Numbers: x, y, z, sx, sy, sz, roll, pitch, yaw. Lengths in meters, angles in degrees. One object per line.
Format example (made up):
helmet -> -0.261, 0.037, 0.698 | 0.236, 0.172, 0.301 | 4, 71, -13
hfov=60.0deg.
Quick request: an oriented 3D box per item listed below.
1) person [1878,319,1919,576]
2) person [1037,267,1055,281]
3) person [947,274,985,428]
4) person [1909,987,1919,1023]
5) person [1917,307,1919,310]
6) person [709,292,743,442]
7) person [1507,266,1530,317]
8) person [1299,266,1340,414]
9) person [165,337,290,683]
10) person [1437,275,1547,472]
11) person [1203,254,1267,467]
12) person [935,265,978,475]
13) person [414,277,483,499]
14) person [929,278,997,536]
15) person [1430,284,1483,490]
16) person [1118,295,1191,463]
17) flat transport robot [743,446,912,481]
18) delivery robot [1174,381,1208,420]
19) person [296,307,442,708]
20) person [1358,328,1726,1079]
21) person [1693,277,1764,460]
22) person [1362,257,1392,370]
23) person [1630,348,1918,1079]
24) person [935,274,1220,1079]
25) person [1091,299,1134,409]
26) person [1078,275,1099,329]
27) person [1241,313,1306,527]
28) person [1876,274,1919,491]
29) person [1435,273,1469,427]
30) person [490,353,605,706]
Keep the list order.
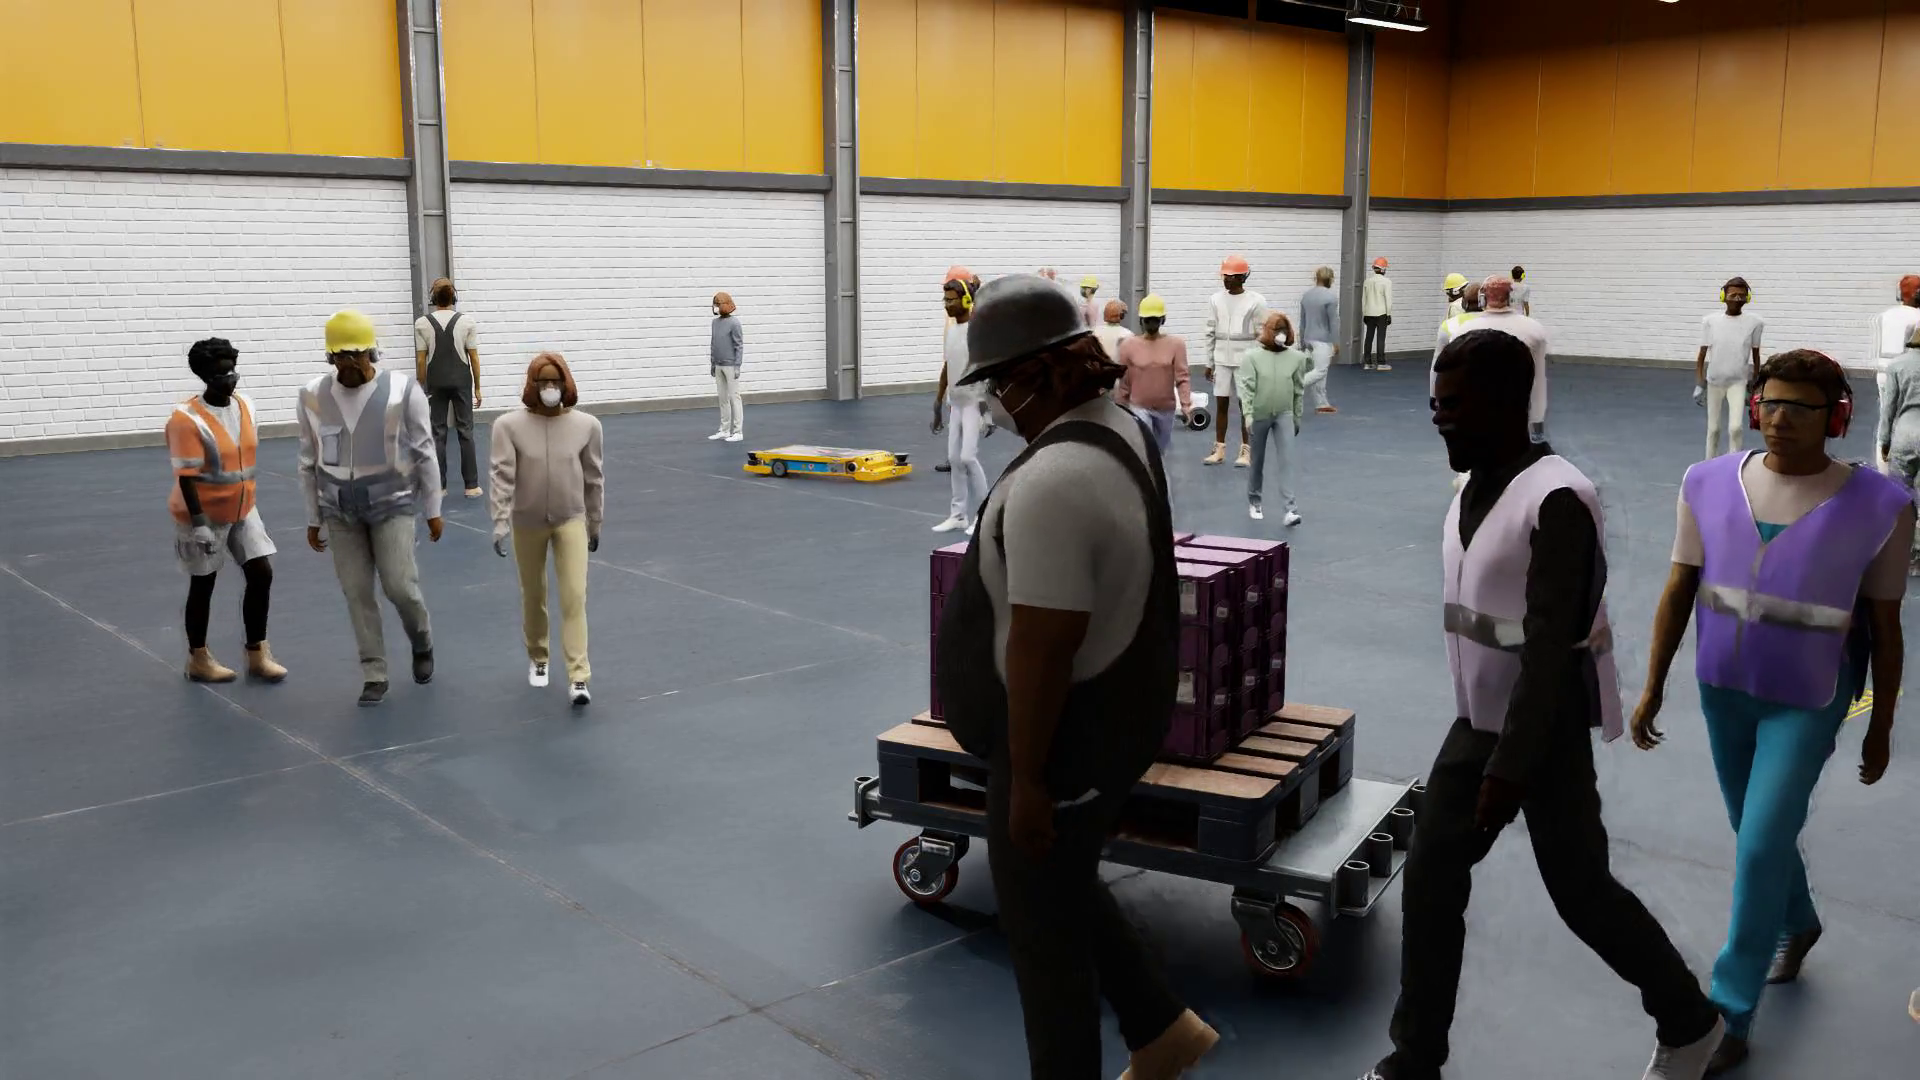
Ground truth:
person -> 6.030, -0.611, 10.453 | 0.493, 1.728, 0.486 | -10, 14, -44
person -> 1.200, -2.478, 20.913 | 0.550, 1.881, 0.675 | 0, 10, 2
person -> 0.074, -2.174, 19.341 | 0.822, 1.807, 0.652 | -5, 11, -28
person -> 2.625, 0.415, 3.857 | 0.645, 1.940, 0.951 | 2, 10, 11
person -> 13.540, -2.797, 23.381 | 0.613, 1.673, 0.532 | -2, 10, -14
person -> -2.565, -1.895, 18.226 | 0.268, 1.631, 0.507 | -9, 13, -43
person -> 9.440, -3.728, 28.309 | 0.510, 1.862, 0.323 | 7, 12, 37
person -> 4.478, -2.517, 21.071 | 0.854, 1.910, 0.620 | -4, 11, -24
person -> -3.448, -0.117, 7.733 | 0.611, 1.648, 0.558 | 4, 10, 22
person -> 3.646, -0.875, 11.501 | 0.684, 1.881, 0.715 | 0, 10, 2
person -> 2.629, -1.714, 15.973 | 0.610, 2.040, 0.394 | 6, 12, 33
person -> -0.005, -1.569, 15.431 | 0.358, 1.938, 0.545 | -5, 11, -27
person -> -4.252, -1.256, 13.863 | 0.508, 1.847, 0.345 | -2, 10, -11
person -> 0.034, -0.964, 12.104 | 0.363, 1.863, 0.608 | -7, 12, -37
person -> 4.275, -1.243, 13.948 | 0.641, 1.798, 0.950 | 0, 10, 1
person -> 1.483, -0.999, 12.717 | 0.540, 1.717, 0.902 | 0, 10, 1
flat transport robot -> -1.223, -0.718, 15.317 | 1.431, 0.197, 0.652 | 5, 11, 28
delivery robot -> 2.529, -1.613, 19.451 | 0.707, 0.478, 0.477 | 0, 10, -1
person -> -2.663, -0.145, 7.512 | 0.605, 1.804, 0.512 | 0, 10, -2
person -> 1.360, 0.439, 3.888 | 0.981, 1.867, 0.604 | -2, 10, -12
person -> 6.526, -1.304, 14.159 | 0.493, 1.846, 0.743 | 5, 11, 28
person -> 7.459, -4.035, 29.693 | 0.388, 1.996, 0.612 | -7, 12, -37
person -> 2.139, 0.396, 4.338 | 0.956, 1.806, 0.576 | -8, 12, -38
person -> 0.219, 0.383, 3.695 | 0.566, 2.000, 0.708 | 4, 10, 20
person -> 1.421, -1.517, 16.085 | 0.510, 1.609, 0.770 | 5, 11, 29
person -> 1.686, -2.581, 21.848 | 0.300, 1.772, 0.530 | 0, 10, 0
person -> 2.356, -0.902, 12.524 | 0.500, 1.590, 0.858 | 0, 10, -1
person -> 8.095, -1.337, 14.271 | 0.440, 1.867, 0.571 | -3, 10, -18
person -> 5.828, -2.223, 19.593 | 0.403, 1.823, 0.588 | 5, 11, 28
person -> -1.862, -0.050, 7.560 | 0.514, 1.588, 0.875 | -3, 10, -18
